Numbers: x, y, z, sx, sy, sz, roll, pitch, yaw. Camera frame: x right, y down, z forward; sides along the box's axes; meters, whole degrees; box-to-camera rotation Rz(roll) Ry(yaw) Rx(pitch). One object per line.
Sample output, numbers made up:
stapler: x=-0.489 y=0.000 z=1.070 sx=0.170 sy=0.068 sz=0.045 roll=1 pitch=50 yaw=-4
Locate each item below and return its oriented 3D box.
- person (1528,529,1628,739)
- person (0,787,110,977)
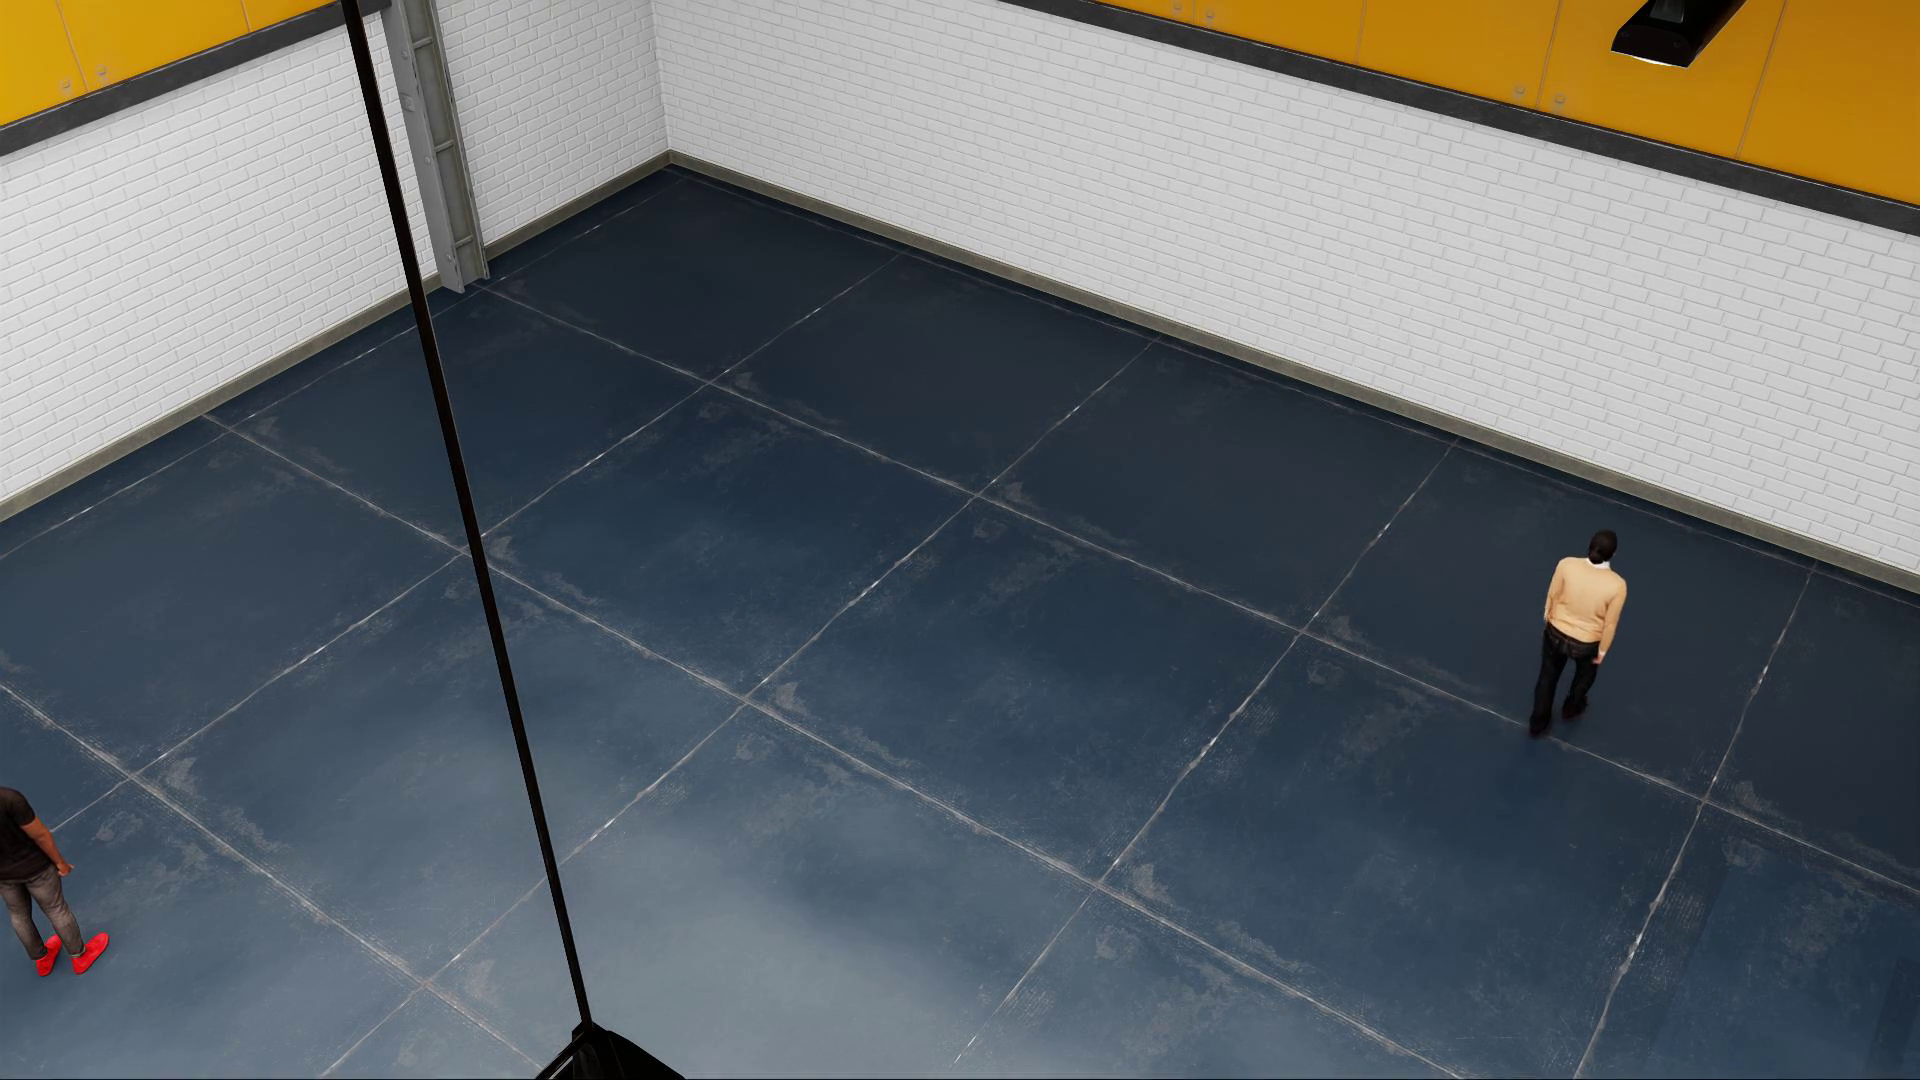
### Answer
person: x=4.124 y=0.689 z=11.256 sx=0.662 sy=1.736 sz=0.777 roll=21 pitch=43 yaw=25
person: x=-5.515 y=1.882 z=9.708 sx=0.719 sy=1.804 sz=0.745 roll=-2 pitch=39 yaw=-3
